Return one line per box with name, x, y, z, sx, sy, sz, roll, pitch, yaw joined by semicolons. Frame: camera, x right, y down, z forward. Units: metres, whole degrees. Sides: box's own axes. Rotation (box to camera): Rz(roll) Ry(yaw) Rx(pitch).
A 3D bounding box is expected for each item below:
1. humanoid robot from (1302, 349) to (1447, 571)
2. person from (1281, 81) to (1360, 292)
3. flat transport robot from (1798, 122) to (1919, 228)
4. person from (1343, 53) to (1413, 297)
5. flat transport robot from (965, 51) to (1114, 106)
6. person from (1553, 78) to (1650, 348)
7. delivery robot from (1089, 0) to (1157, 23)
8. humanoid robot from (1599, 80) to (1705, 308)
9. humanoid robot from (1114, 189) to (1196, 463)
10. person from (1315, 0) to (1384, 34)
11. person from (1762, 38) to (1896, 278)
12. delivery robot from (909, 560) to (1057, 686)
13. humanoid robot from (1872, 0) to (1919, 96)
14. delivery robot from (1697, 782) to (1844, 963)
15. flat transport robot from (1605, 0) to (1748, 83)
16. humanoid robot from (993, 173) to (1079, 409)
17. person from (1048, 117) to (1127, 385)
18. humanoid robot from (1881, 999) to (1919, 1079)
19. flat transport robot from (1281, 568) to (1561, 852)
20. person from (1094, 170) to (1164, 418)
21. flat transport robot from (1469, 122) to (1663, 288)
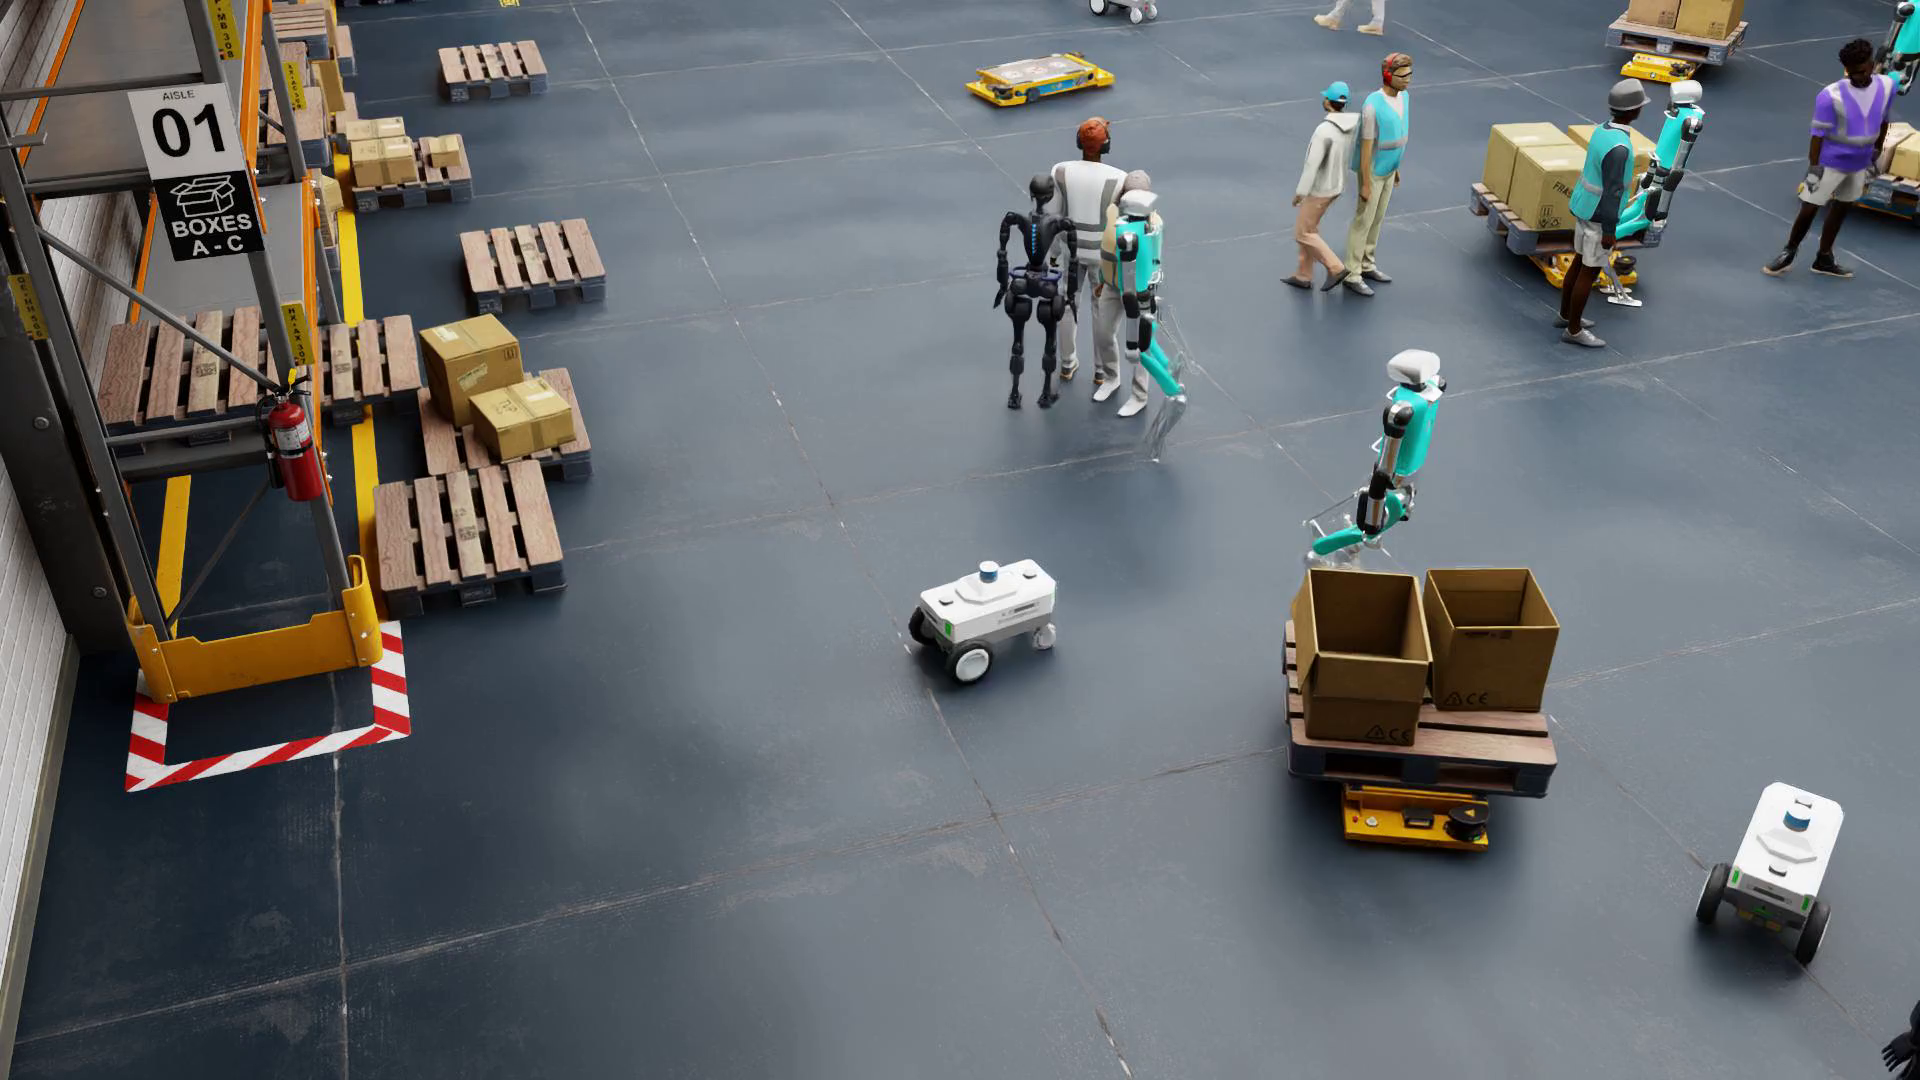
humanoid robot;2.125;-0.225;8.862;0.664;1.801;0.533;23;39;30
person;2.783;-2.659;12.672;0.516;1.645;0.500;18;37;26
flat transport robot;8.145;-2.988;14.442;1.431;0.231;0.659;28;42;36
person;3.193;-2.808;12.722;0.390;1.846;0.565;23;40;31
flat transport robot;0.829;-4.759;17.157;1.431;0.231;0.659;-20;38;-27
person;4.571;-2.341;11.916;0.408;1.943;0.564;3;33;5
delivery robot;1.922;-6.368;19.361;0.499;0.592;0.774;-28;42;-35
humanoid robot;4.974;-2.565;12.326;0.735;1.677;0.533;3;33;5
humanoid robot;1.283;-1.320;10.573;0.662;1.819;0.533;8;34;12
person;4.457;-6.606;18.559;0.878;1.834;0.476;17;37;25
person;6.809;-2.916;12.823;0.707;1.923;0.369;-6;34;-9
delivery robot;0.138;0.396;8.996;0.801;0.602;0.499;-17;37;-24
humanoid robot;8.232;-4.194;14.892;0.541;1.738;0.705;-11;35;-16
delivery robot;3.660;1.426;7.402;0.499;0.587;0.769;20;38;28
flat transport robot;7.623;-5.193;17.823;0.659;0.231;1.431;20;38;28
humanoid robot;0.500;-1.656;11.116;0.589;1.649;0.334;8;34;12
person;0.882;-1.963;11.394;0.573;1.882;0.361;13;35;19
humanoid robot;3.623;1.767;5.869;0.592;1.627;0.427;8;34;12
flat transport robot;2.217;0.988;8.343;0.659;0.231;1.431;4;33;6
person;1.132;-1.664;11.098;0.486;1.700;0.400;25;41;33
flat transport robot;4.907;-2.446;13.610;0.659;0.231;1.431;-4;33;-6
